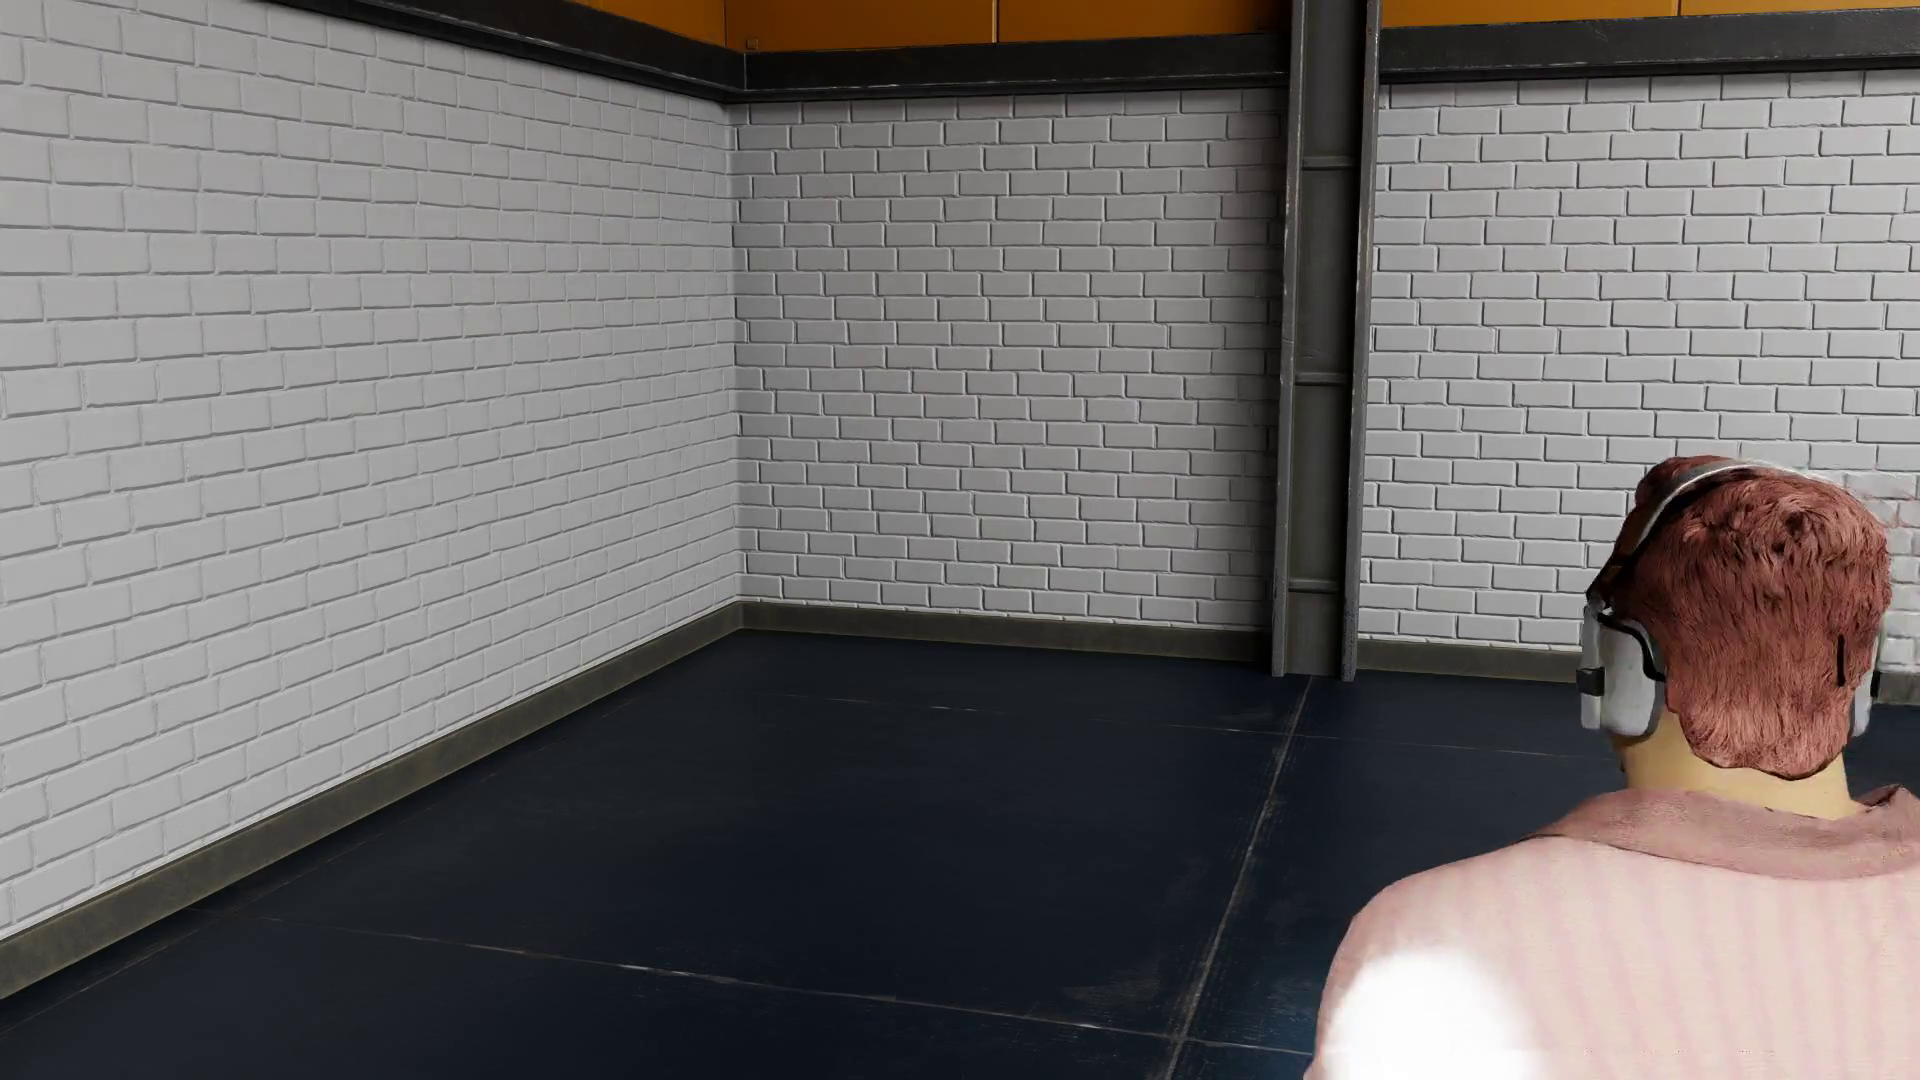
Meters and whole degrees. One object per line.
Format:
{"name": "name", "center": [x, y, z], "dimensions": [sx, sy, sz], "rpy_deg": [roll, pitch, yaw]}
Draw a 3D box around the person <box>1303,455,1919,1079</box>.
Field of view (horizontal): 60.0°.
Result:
{"name": "person", "center": [0.561, 0.852, 1.505], "dimensions": [0.661, 1.861, 0.949], "rpy_deg": [-1, 9, -7]}
